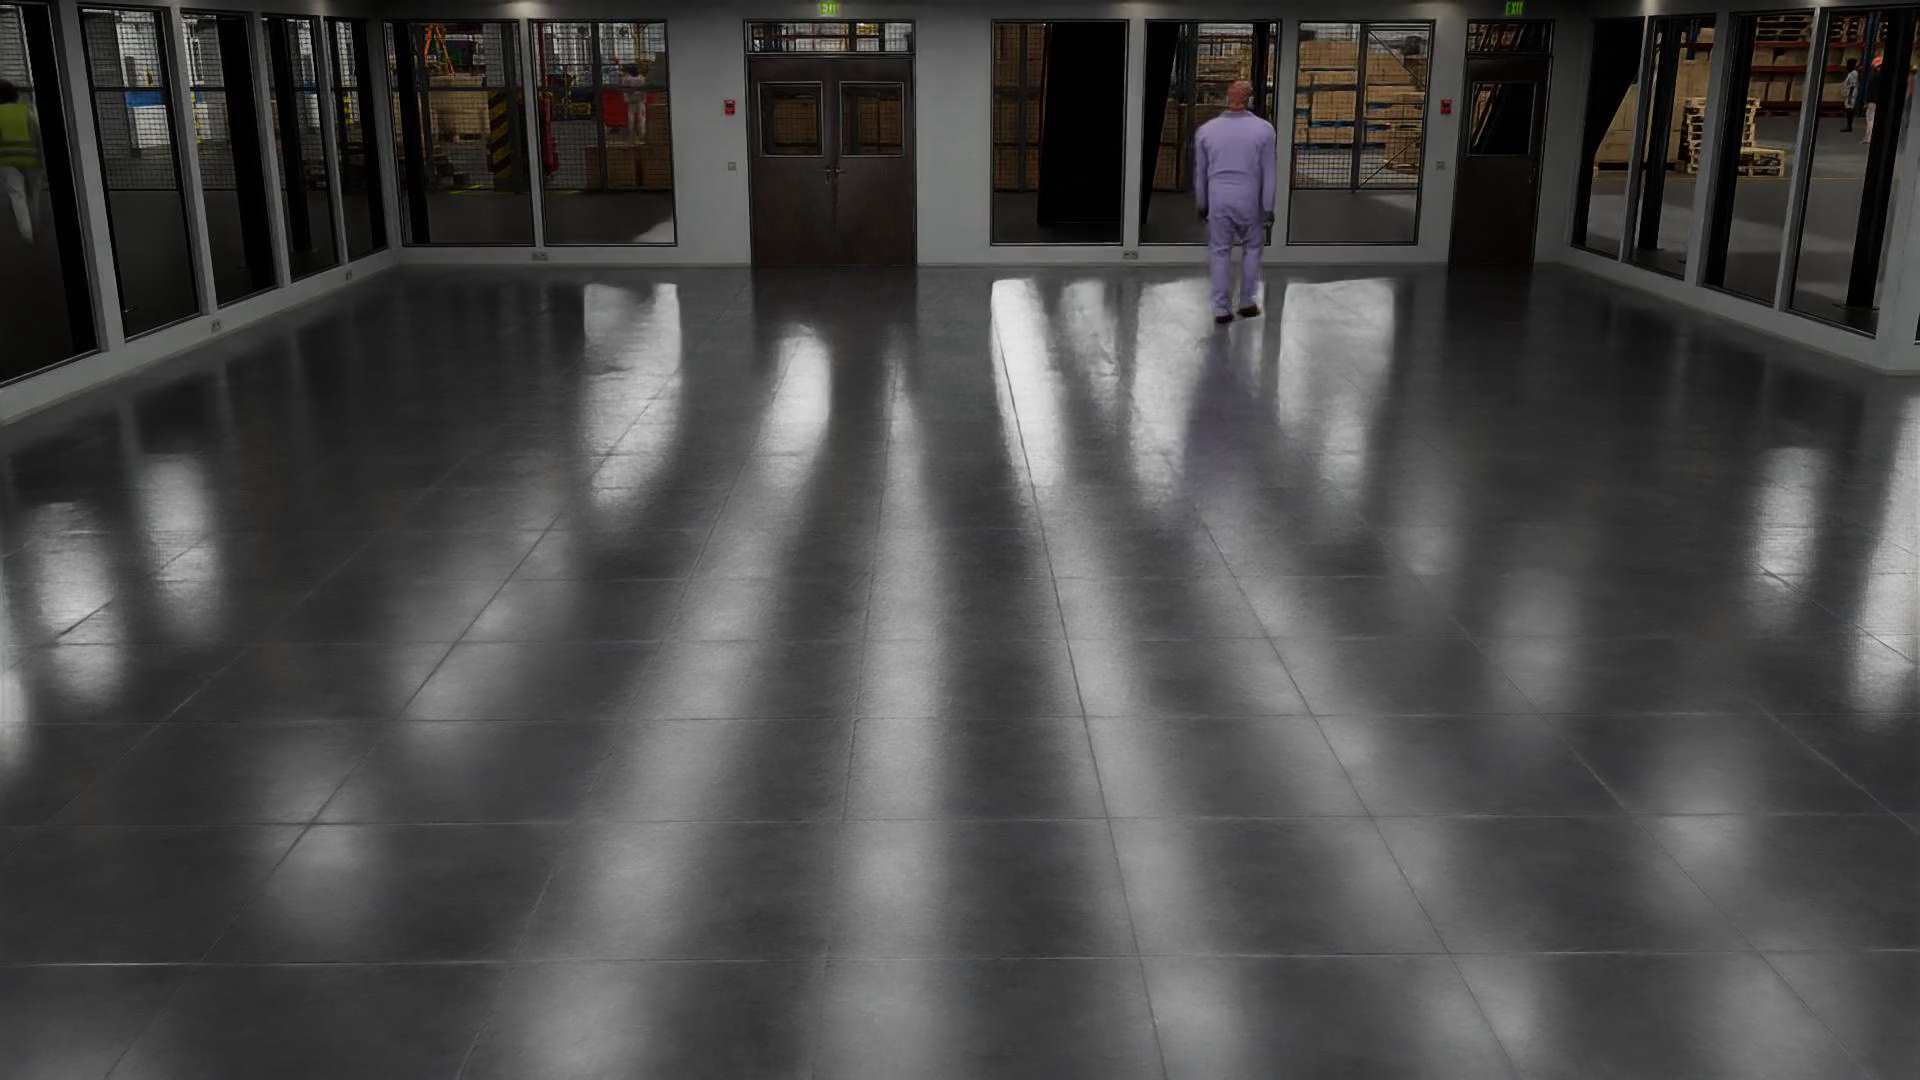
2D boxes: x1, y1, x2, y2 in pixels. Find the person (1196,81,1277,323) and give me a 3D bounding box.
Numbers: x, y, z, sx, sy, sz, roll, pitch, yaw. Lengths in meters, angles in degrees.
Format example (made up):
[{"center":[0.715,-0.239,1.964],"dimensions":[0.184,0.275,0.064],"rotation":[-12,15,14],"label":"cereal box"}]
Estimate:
[{"center":[2.236,-2.707,13.345],"dimensions":[0.680,1.880,0.756],"rotation":[7,18,22],"label":"person"}]
